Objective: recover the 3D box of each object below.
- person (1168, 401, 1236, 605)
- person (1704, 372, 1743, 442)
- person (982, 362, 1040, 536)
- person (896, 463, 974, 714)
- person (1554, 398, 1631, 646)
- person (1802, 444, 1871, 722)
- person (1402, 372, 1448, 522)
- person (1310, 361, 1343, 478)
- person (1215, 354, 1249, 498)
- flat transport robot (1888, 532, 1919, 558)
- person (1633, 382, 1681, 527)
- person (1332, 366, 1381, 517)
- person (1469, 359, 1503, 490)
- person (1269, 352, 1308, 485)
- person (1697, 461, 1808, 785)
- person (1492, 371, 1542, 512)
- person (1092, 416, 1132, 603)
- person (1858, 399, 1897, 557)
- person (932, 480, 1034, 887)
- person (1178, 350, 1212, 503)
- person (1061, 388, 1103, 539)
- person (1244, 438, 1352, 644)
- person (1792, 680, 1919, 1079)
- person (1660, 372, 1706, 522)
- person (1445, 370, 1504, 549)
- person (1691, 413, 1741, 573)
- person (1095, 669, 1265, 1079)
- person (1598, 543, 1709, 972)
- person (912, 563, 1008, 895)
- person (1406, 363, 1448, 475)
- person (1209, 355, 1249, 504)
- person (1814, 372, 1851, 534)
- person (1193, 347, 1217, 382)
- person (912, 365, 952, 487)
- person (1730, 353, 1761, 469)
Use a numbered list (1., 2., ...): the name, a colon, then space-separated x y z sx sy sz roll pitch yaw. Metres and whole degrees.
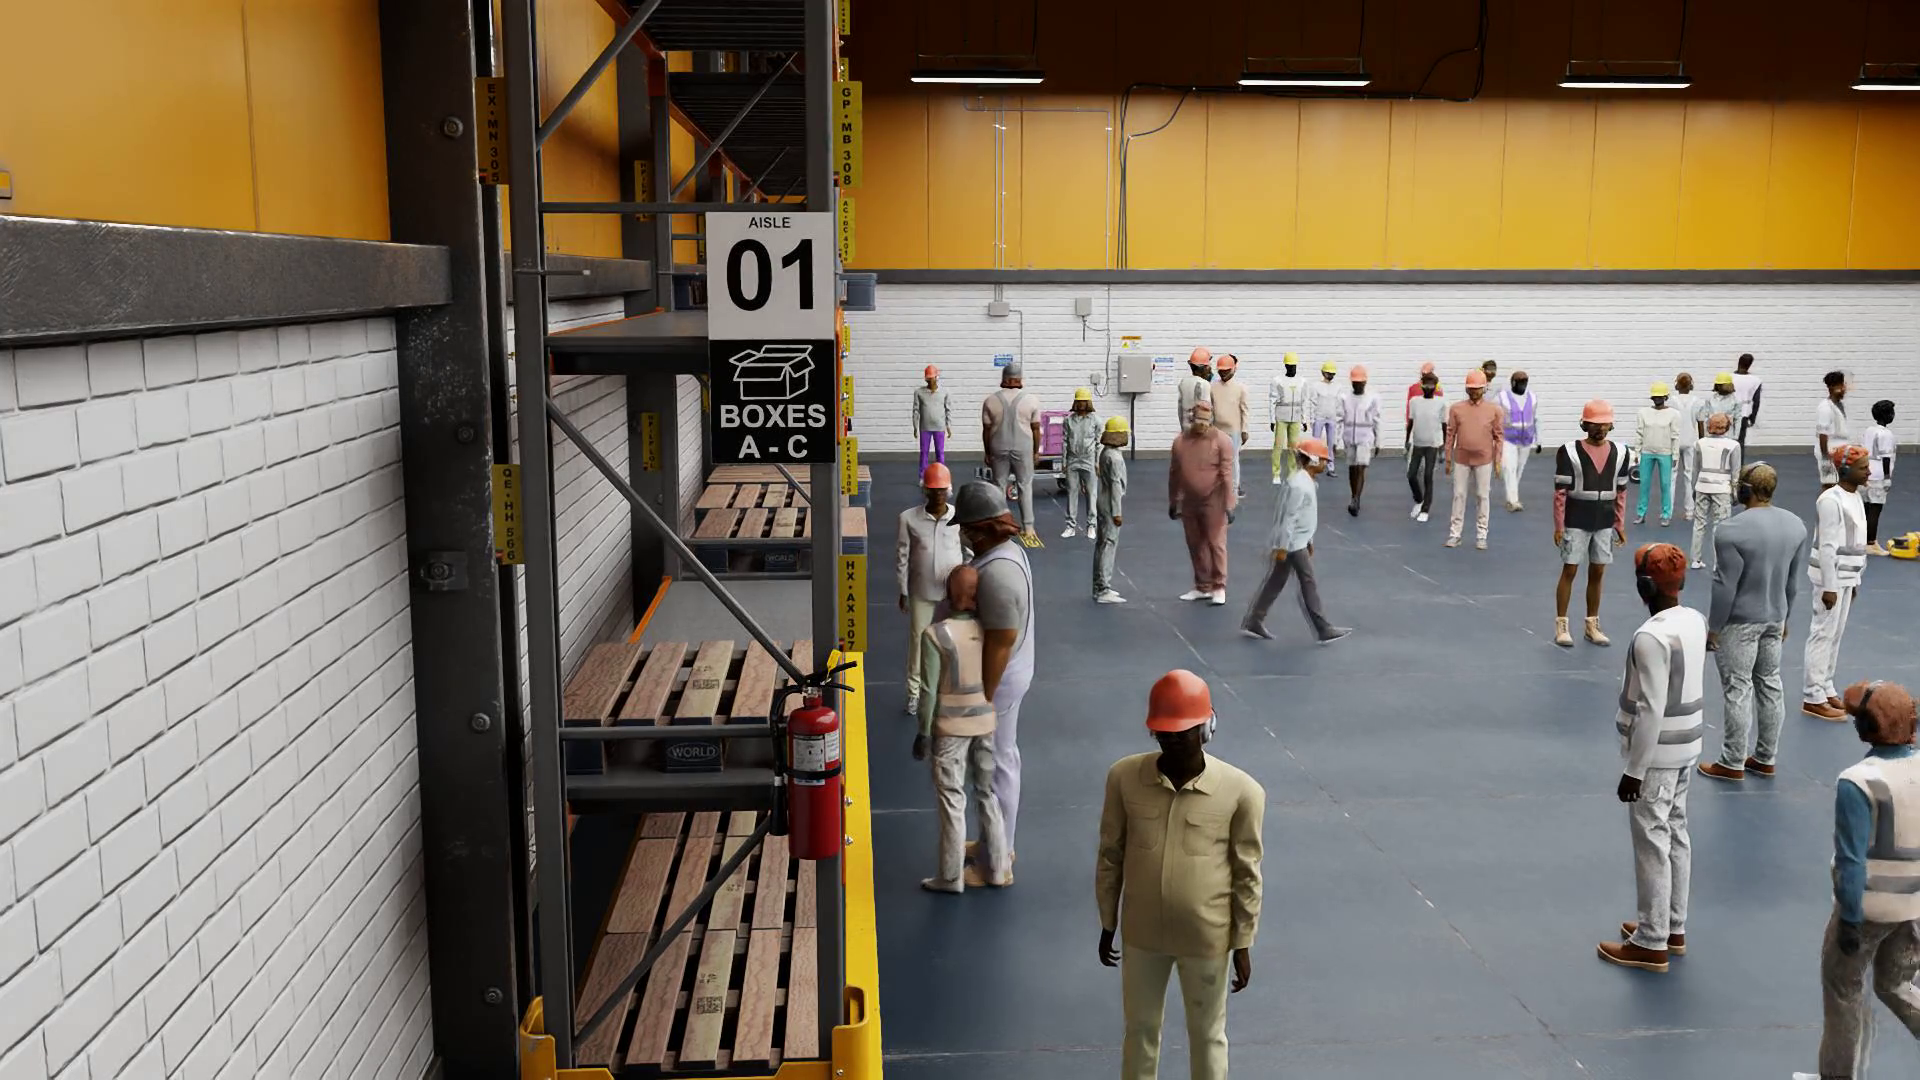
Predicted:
1. person: 2.235 -0.340 15.332 0.726 1.889 0.441 7 11 37
2. person: 10.287 -1.406 22.487 0.487 1.741 0.314 8 12 40
3. person: 0.610 -1.069 19.426 0.681 2.000 0.535 2 9 10
4. person: -0.161 0.335 11.501 0.563 1.754 0.338 0 9 -3
5. person: 5.161 -0.140 13.590 0.609 2.044 0.397 0 9 -3
6. person: 6.026 0.286 11.416 0.358 1.883 0.572 8 12 42
7. person: 5.713 -1.141 20.463 0.566 1.853 0.388 5 10 30
8. person: 5.502 -1.807 24.961 0.529 1.761 0.340 -2 9 -10
9. person: 3.658 -1.549 22.675 0.606 1.967 0.367 5 11 31
10. flat transport robot: 10.748 0.080 17.753 1.431 0.197 0.652 4 10 26
11. person: 8.430 -1.039 20.136 0.522 1.758 0.349 7 12 38
12. person: 5.009 -1.255 21.073 0.551 1.883 0.967 6 11 31
13. person: 7.405 -1.640 23.592 0.541 1.855 0.528 -1 9 -5
14. person: 4.774 -1.765 24.151 0.586 1.928 0.369 -2 9 -14
15. person: 4.713 0.494 9.934 0.627 1.940 0.371 -3 10 -20
16. person: 7.203 -1.268 21.460 0.650 1.798 0.875 -1 9 -5
17. person: 1.424 -0.287 15.485 0.346 1.738 0.486 -1 9 -7
18. person: 9.927 -0.673 18.013 0.321 1.697 0.530 1 9 6
19. person: 0.098 0.699 8.328 0.536 2.000 0.672 1 9 6
20. person: 3.147 -1.487 22.043 0.373 2.042 0.614 -5 10 -30
21. person: 1.402 -0.886 19.205 0.491 1.746 0.285 3 9 17
22. person: 2.791 0.011 13.716 0.915 1.699 0.588 2 9 13
23. person: 3.311 1.302 5.851 0.522 1.608 0.644 -4 10 -22
24. person: 8.888 -1.142 20.504 0.513 1.842 0.325 2 9 14
25. person: 5.691 -0.891 18.457 0.625 1.990 0.395 5 10 27
26. person: 7.720 -0.481 17.026 0.312 1.634 0.514 -7 11 -36
27. person: 0.716 1.286 5.538 0.563 1.752 0.326 3 10 20
28. person: 3.056 0.941 7.293 0.337 1.883 0.585 8 12 42
29. person: 0.032 0.939 8.127 0.551 1.632 0.378 -6 11 -33
30. person: 7.116 -1.841 25.347 0.938 1.697 0.572 -7 11 -37
31. person: 3.502 -1.456 22.012 0.623 1.989 0.401 5 10 27
32. person: 10.171 -0.996 19.372 0.728 1.928 0.370 -9 13 -44
33. person: 3.378 -1.677 23.285 0.409 2.035 0.614 5 10 28
34. person: -0.400 -1.633 23.866 0.573 1.749 0.339 0 9 3
35. person: 11.489 -1.820 24.669 0.631 1.894 0.636 2 9 14
